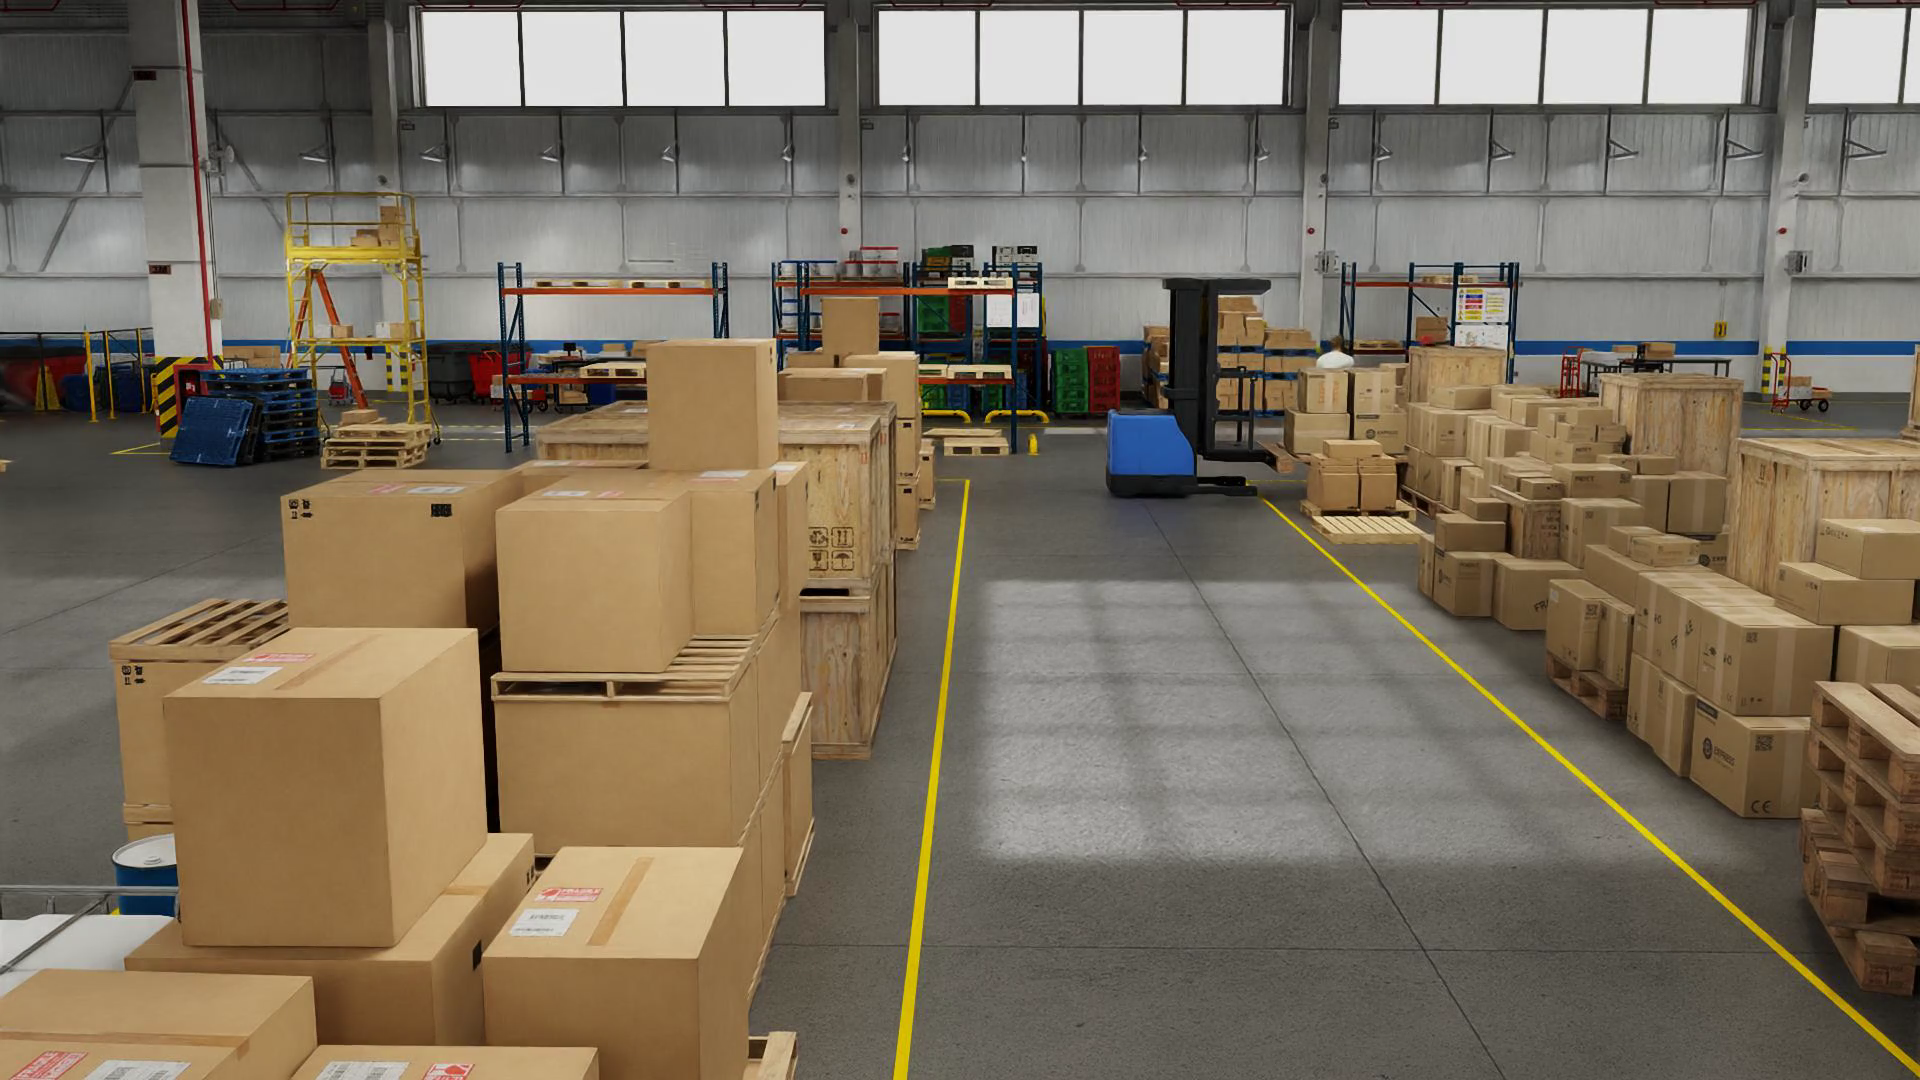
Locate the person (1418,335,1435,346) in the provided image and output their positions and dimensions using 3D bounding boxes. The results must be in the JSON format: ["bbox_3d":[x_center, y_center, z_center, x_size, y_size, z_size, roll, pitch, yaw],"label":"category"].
[{"bbox_3d":[7.372,-2.316,26.470,0.566,1.880,0.983,-5,11,-29],"label":"person"}]

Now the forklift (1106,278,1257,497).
[{"bbox_3d":[2.884,-2.007,21.659,1.873,2.768,1.129,0,9,1],"label":"forklift"}]

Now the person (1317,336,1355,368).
[{"bbox_3d":[5.931,-2.270,26.246,0.661,1.886,0.994,9,13,43],"label":"person"}]
